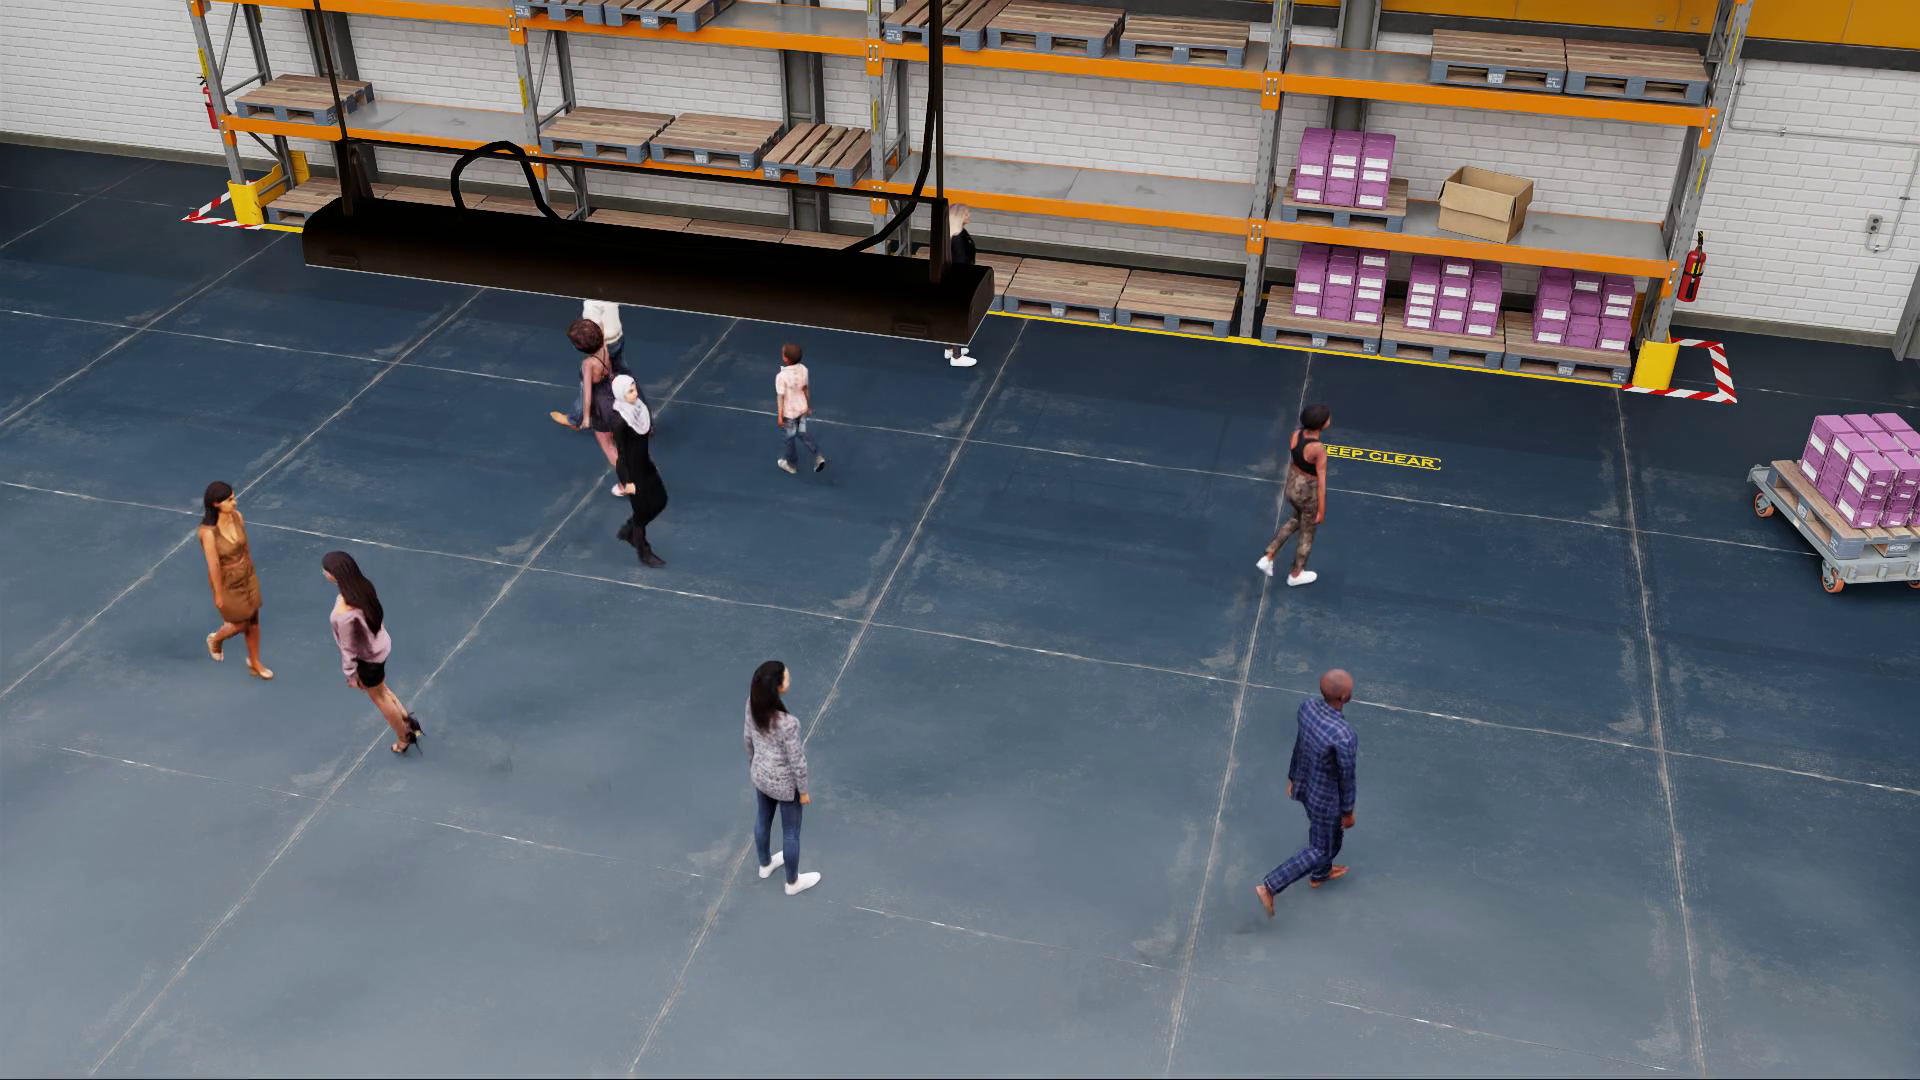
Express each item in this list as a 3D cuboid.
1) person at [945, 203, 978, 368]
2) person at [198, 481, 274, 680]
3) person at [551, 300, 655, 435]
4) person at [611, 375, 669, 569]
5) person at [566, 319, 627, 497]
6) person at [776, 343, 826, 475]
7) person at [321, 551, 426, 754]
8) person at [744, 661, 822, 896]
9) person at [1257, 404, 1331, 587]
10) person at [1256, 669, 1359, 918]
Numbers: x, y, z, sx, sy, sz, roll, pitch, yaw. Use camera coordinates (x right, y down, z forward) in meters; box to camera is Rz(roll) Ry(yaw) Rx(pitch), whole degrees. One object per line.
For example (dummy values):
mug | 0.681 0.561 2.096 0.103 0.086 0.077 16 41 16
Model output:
person | -0.029 -2.551 16.557 0.694 1.685 0.689 -8 34 -11
person | -5.420 0.312 12.268 0.749 1.664 0.603 12 36 18
person | -3.135 -1.747 15.231 1.190 1.813 0.702 7 34 10
person | -2.701 -0.557 13.485 0.702 1.765 0.633 11 35 16
person | -3.012 -1.129 14.359 0.583 1.749 0.710 16 37 23
person | -1.432 -1.139 14.784 0.829 1.296 0.705 28 43 35
person | -3.941 0.822 11.390 0.724 1.787 0.713 3 34 4
person | -1.153 1.478 10.453 0.617 1.732 0.754 26 41 33
person | 2.659 -0.325 13.206 0.910 1.687 0.837 -15 36 -21
person | 2.170 1.580 10.243 1.136 1.795 1.018 -13 36 -19
